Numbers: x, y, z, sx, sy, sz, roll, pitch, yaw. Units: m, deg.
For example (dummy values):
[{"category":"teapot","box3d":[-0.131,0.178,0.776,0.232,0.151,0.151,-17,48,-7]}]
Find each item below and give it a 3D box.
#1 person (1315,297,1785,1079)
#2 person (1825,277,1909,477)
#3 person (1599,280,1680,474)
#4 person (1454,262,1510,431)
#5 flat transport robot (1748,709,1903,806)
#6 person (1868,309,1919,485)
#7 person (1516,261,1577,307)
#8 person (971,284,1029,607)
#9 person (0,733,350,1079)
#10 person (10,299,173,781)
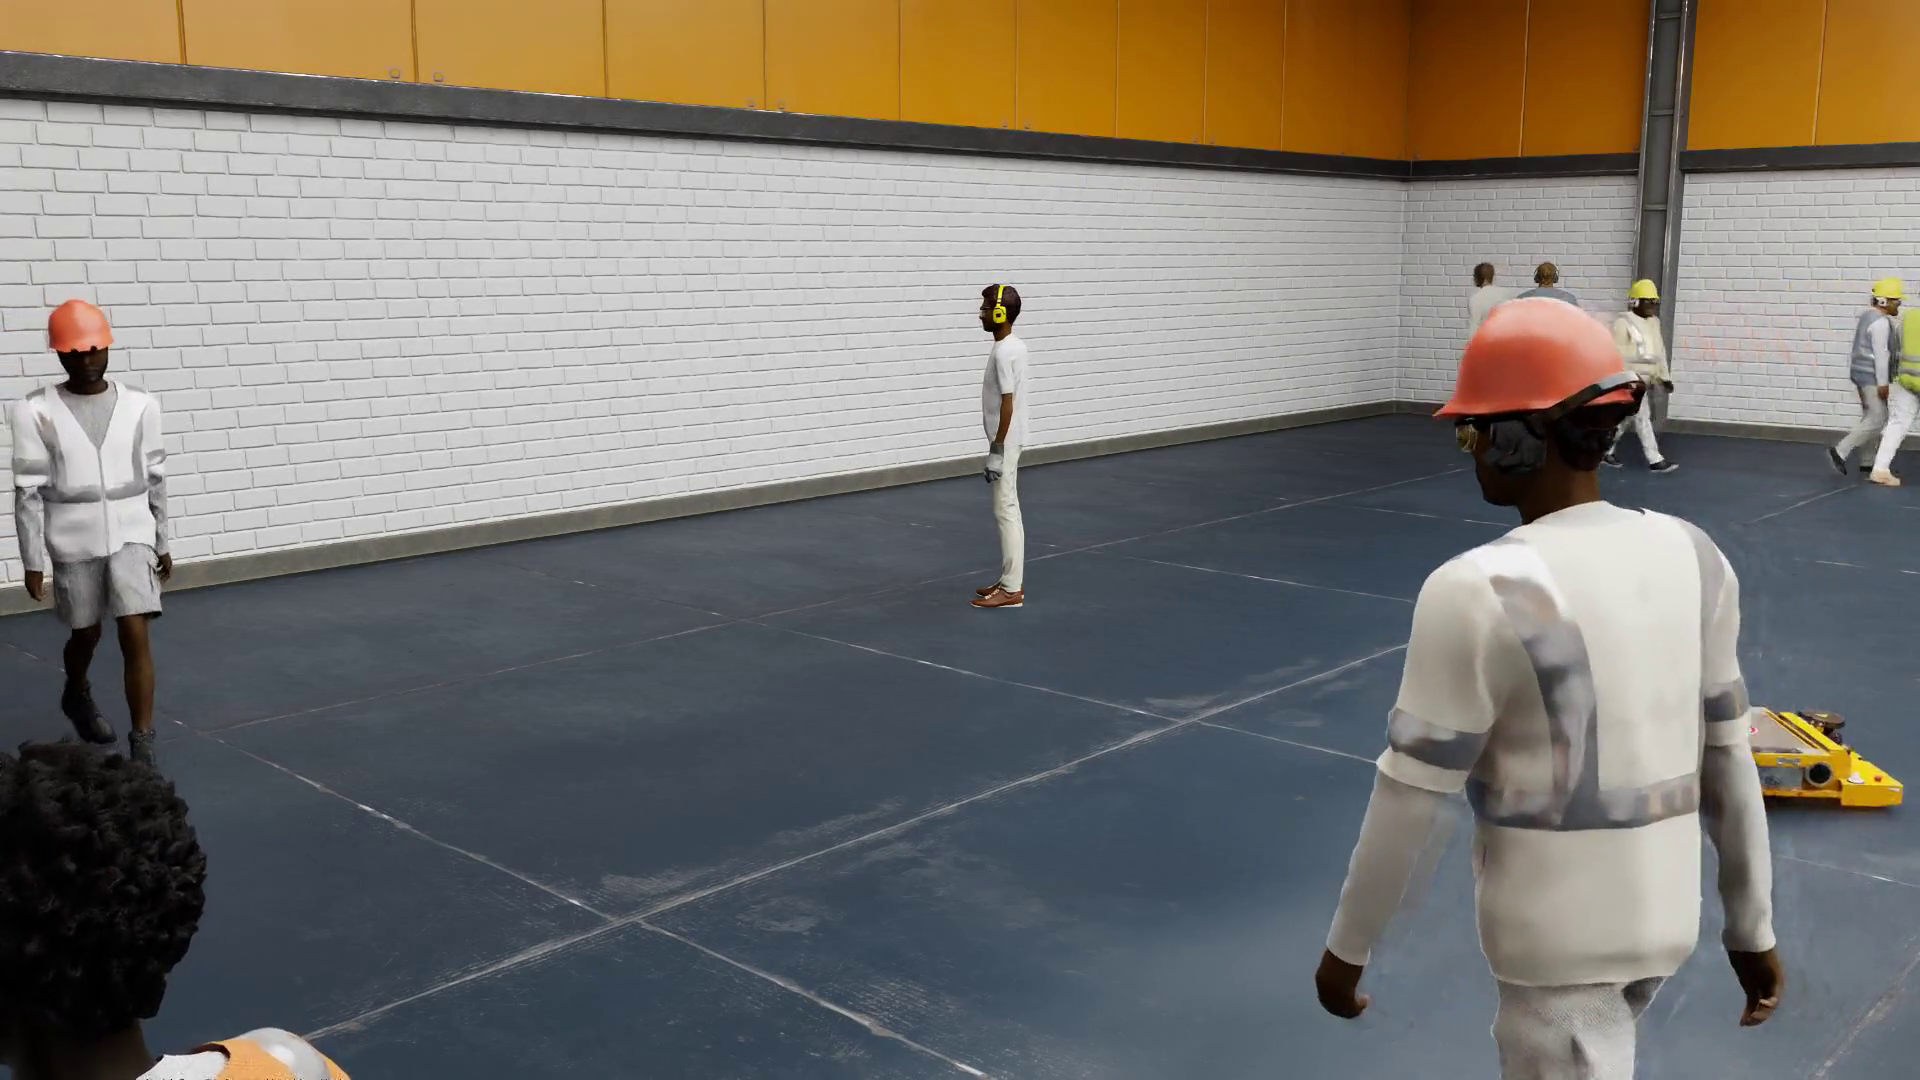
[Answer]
[{"category":"person","box3d":[0.942,0.606,2.778,0.664,1.986,1.021,-6,12,-31]},{"category":"person","box3d":[8.210,-1.454,15.028,0.583,1.821,0.608,4,11,21]},{"category":"person","box3d":[6.347,-1.528,15.518,0.587,1.785,0.934,-8,12,-37]},{"category":"person","box3d":[5.922,-2.156,18.682,0.640,1.924,0.672,-6,12,-31]},{"category":"flat transport robot","box3d":[2.777,0.816,6.471,1.431,0.197,0.652,1,10,6]},{"category":"person","box3d":[8.435,-1.353,14.509,0.970,1.799,0.637,-3,10,-16]},{"category":"person","box3d":[5.982,-1.881,17.081,0.632,1.940,0.372,3,11,19]},{"category":"person","box3d":[0.233,-0.539,9.650,0.328,1.868,0.508,1,10,8]},{"category":"person","box3d":[-0.685,0.998,1.419,0.321,1.687,0.530,3,10,15]},{"category":"person","box3d":[-3.451,-0.014,6.628,0.555,1.902,0.918,-7,12,-34]}]
